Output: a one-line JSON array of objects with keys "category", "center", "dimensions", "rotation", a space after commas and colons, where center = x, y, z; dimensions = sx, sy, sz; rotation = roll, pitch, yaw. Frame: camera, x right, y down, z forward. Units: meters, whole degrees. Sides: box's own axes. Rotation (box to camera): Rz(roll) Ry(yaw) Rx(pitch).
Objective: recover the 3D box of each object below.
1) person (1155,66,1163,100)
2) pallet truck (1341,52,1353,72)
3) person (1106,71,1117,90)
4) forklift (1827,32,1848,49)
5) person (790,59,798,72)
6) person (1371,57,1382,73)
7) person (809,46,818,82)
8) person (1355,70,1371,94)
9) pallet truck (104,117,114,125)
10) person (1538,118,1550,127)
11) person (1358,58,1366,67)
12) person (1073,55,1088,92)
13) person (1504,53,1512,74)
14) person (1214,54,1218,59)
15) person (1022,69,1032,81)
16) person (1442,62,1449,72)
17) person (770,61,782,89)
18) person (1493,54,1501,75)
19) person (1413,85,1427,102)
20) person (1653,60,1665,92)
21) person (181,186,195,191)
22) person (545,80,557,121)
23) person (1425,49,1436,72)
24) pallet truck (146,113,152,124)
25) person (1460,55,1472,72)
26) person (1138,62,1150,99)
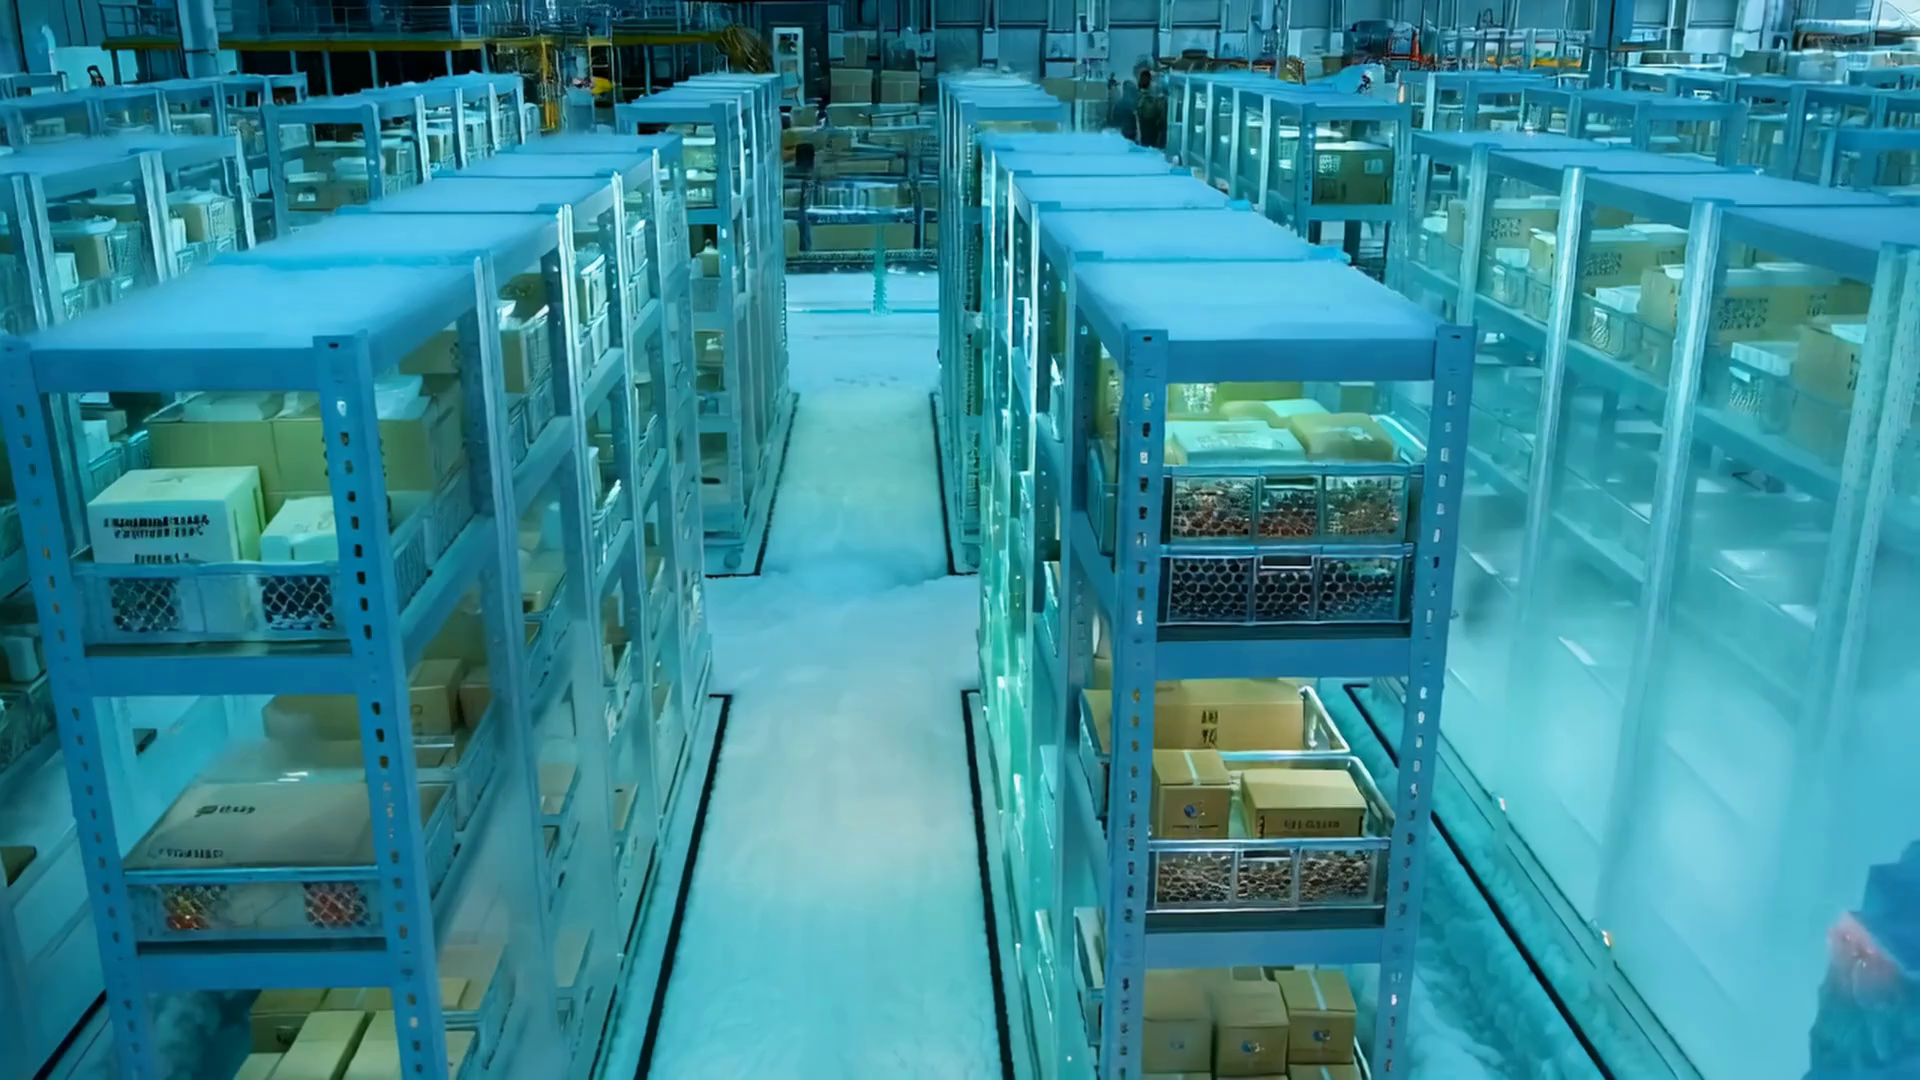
[{"category": "person", "center": [8.302, -18.824, 69.300], "dimensions": [0.313, 1.769, 0.525], "rotation": [0, 18, 1]}, {"category": "pallet truck", "center": [18.794, -23.123, 82.231], "dimensions": [0.823, 1.965, 1.885], "rotation": [-13, 22, -35]}, {"category": "person", "center": [5.703, -16.614, 62.293], "dimensions": [0.314, 1.869, 0.536], "rotation": [-17, 24, -42]}, {"category": "forklift", "center": [46.024, -25.320, 87.618], "dimensions": [1.129, 2.768, 1.873], "rotation": [-1, 18, -2]}, {"category": "person", "center": [-9.010, -25.792, 90.585], "dimensions": [0.542, 1.939, 0.366], "rotation": [-2, 18, -6]}, {"category": "person", "center": [19.476, -21.613, 77.755], "dimensions": [1.030, 1.891, 0.633], "rotation": [-13, 22, -36]}, {"category": "person", "center": [-8.275, -26.912, 94.052], "dimensions": [0.603, 1.937, 0.402], "rotation": [-16, 24, -40]}, {"category": "person", "center": [14.347, -15.633, 58.984], "dimensions": [0.829, 2.000, 0.690], "rotation": [11, 21, 30]}, {"category": "pallet truck", "center": [-18.367, -7.885, 35.078], "dimensions": [1.885, 1.965, 0.823], "rotation": [1, 18, 2]}, {"category": "person", "center": [13.085, -8.585, 37.524], "dimensions": [0.589, 1.822, 0.403], "rotation": [-13, 22, -35]}, {"category": "person", "center": [18.526, -21.293, 76.767], "dimensions": [0.994, 1.876, 0.660], "rotation": [11, 21, 29]}, {"category": "person", "center": [6.033, -23.453, 83.578], "dimensions": [0.726, 1.807, 0.433], "rotation": [-4, 18, -11]}, {"category": "person", "center": [28.042, -23.980, 85.148], "dimensions": [0.515, 1.829, 0.408], "rotation": [-16, 24, -41]}, {"category": "person", "center": [13.511, -24.756, 87.773], "dimensions": [0.320, 1.692, 0.531], "rotation": [1, 18, 2]}, {"category": "person", "center": [2.390, -15.826, 59.584], "dimensions": [0.418, 2.031, 0.618], "rotation": [-1, 18, -3]}, {"category": "person", "center": [21.882, -20.686, 75.097], "dimensions": [0.294, 1.744, 0.487], "rotation": [7, 19, 20]}, {"category": "person", "center": [-9.092, -23.077, 82.395], "dimensions": [0.630, 1.818, 0.783], "rotation": [-9, 20, -26]}, {"category": "person", "center": [26.227, -22.643, 80.883], "dimensions": [0.643, 1.903, 0.630], "rotation": [1, 18, 4]}, {"category": "person", "center": [16.249, -15.563, 58.931], "dimensions": [0.543, 1.939, 0.360], "rotation": [-10, 21, -29]}, {"category": "person", "center": [30.164, -19.733, 71.791], "dimensions": [0.367, 1.966, 0.607], "rotation": [-9, 20, -27]}, {"category": "person", "center": [-12.522, -5.109, 26.748], "dimensions": [0.404, 1.832, 0.600], "rotation": [12, 21, 32]}, {"category": "person", "center": [-15.446, -16.709, 62.587], "dimensions": [0.352, 1.878, 0.567], "rotation": [13, 22, 35]}, {"category": "person", "center": [25.326, -25.445, 89.547], "dimensions": [0.562, 1.912, 0.462], "rotation": [-3, 18, -10]}, {"category": "pallet truck", "center": [-18.087, -8.309, 36.390], "dimensions": [1.885, 1.965, 0.823], "rotation": [-1, 18, -4]}, {"category": "person", "center": [23.893, -21.928, 78.663], "dimensions": [0.383, 1.916, 0.591], "rotation": [-14, 22, -36]}, {"category": "person", "center": [7.465, -18.427, 67.707], "dimensions": [0.388, 1.992, 0.618], "rotation": [-15, 23, -39]}]
